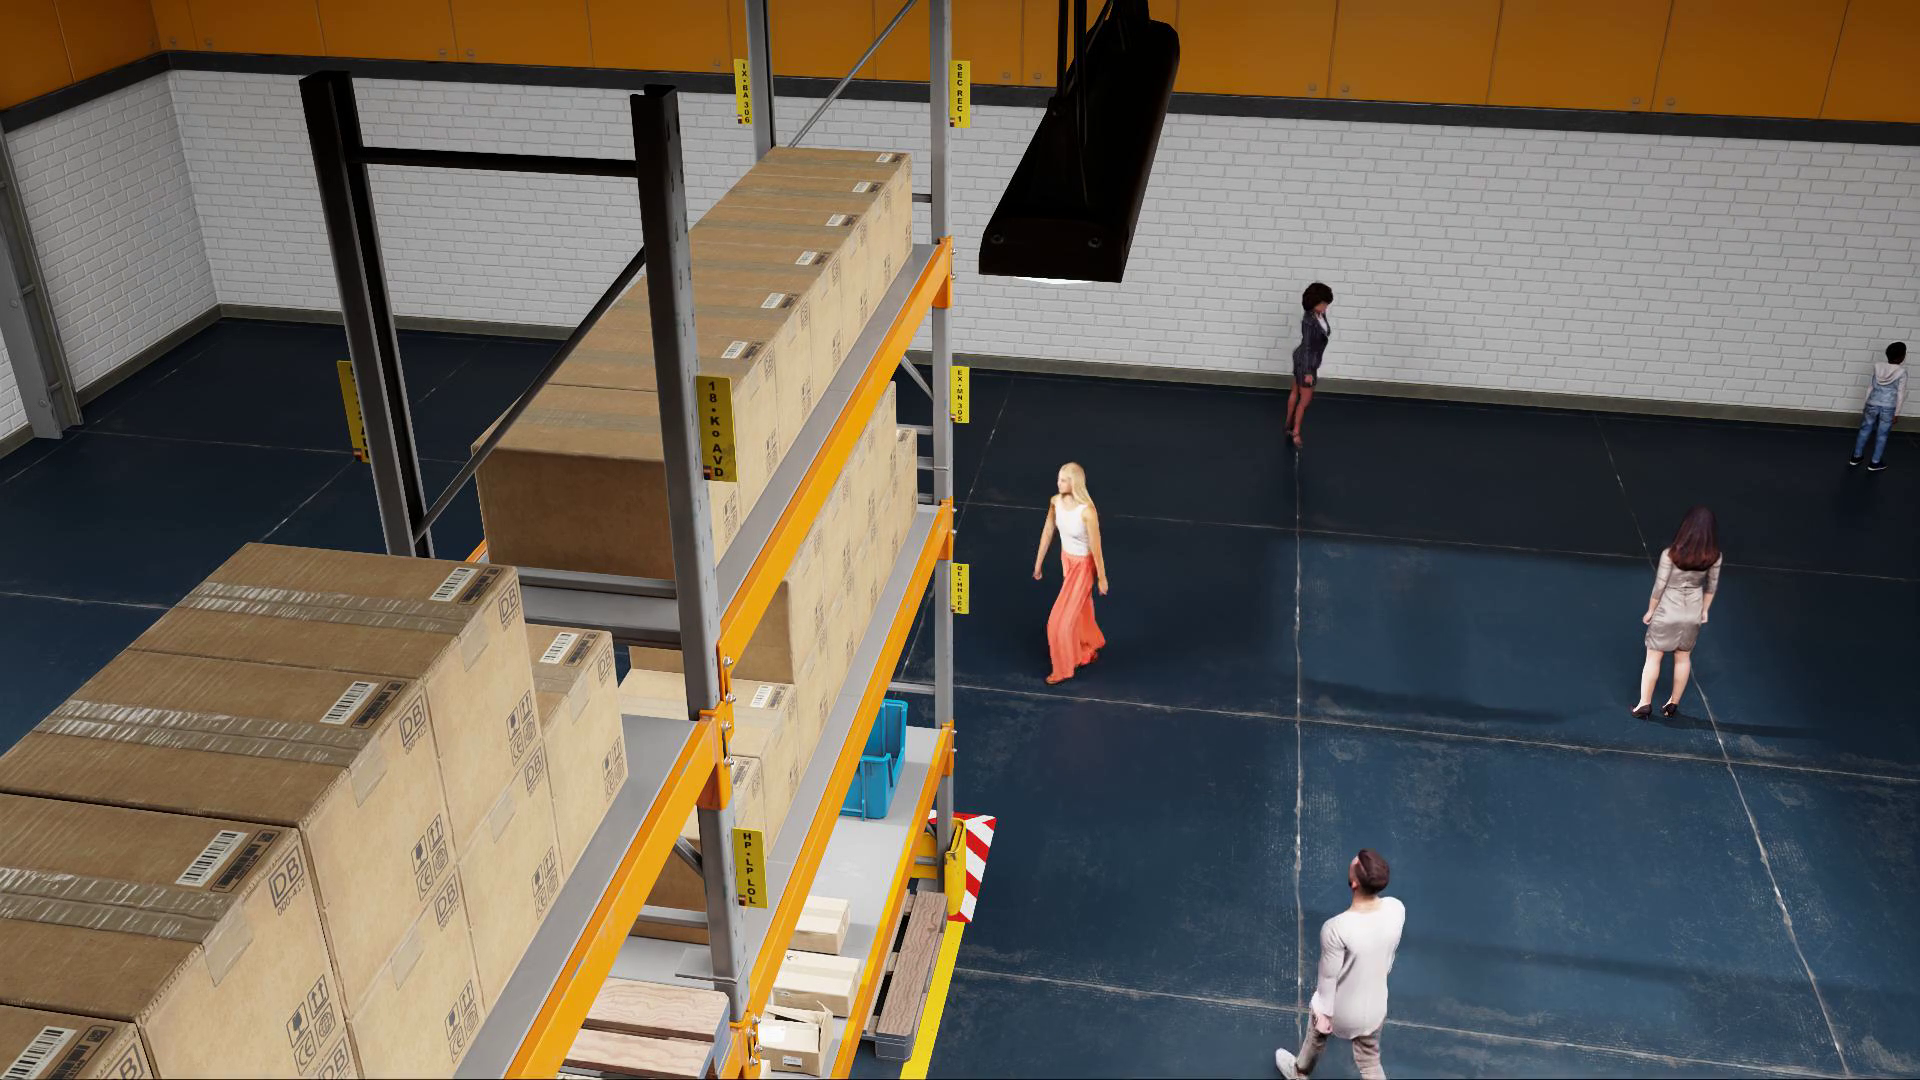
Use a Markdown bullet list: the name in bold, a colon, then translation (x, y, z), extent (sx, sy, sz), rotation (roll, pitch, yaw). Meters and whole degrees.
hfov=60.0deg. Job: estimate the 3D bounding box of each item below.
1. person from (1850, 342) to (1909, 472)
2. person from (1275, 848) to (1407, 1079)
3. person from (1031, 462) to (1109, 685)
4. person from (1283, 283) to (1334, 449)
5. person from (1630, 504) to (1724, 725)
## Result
- **person**: translation (8.698, -1.277, 15.699), extent (0.618, 1.260, 0.562), rotation (-21, 35, -33)
- **person**: translation (2.048, 2.378, 8.434), extent (1.076, 1.799, 1.269), rotation (-11, 31, -19)
- **person**: translation (0.950, 0.208, 12.438), extent (1.061, 1.775, 0.995), rotation (-19, 34, -31)
- **person**: translation (3.325, -1.698, 16.031), extent (0.783, 1.681, 0.608), rotation (4, 29, 8)
- **person**: translation (5.113, 0.538, 11.864), extent (0.628, 1.746, 0.551), rotation (1, 29, 1)
